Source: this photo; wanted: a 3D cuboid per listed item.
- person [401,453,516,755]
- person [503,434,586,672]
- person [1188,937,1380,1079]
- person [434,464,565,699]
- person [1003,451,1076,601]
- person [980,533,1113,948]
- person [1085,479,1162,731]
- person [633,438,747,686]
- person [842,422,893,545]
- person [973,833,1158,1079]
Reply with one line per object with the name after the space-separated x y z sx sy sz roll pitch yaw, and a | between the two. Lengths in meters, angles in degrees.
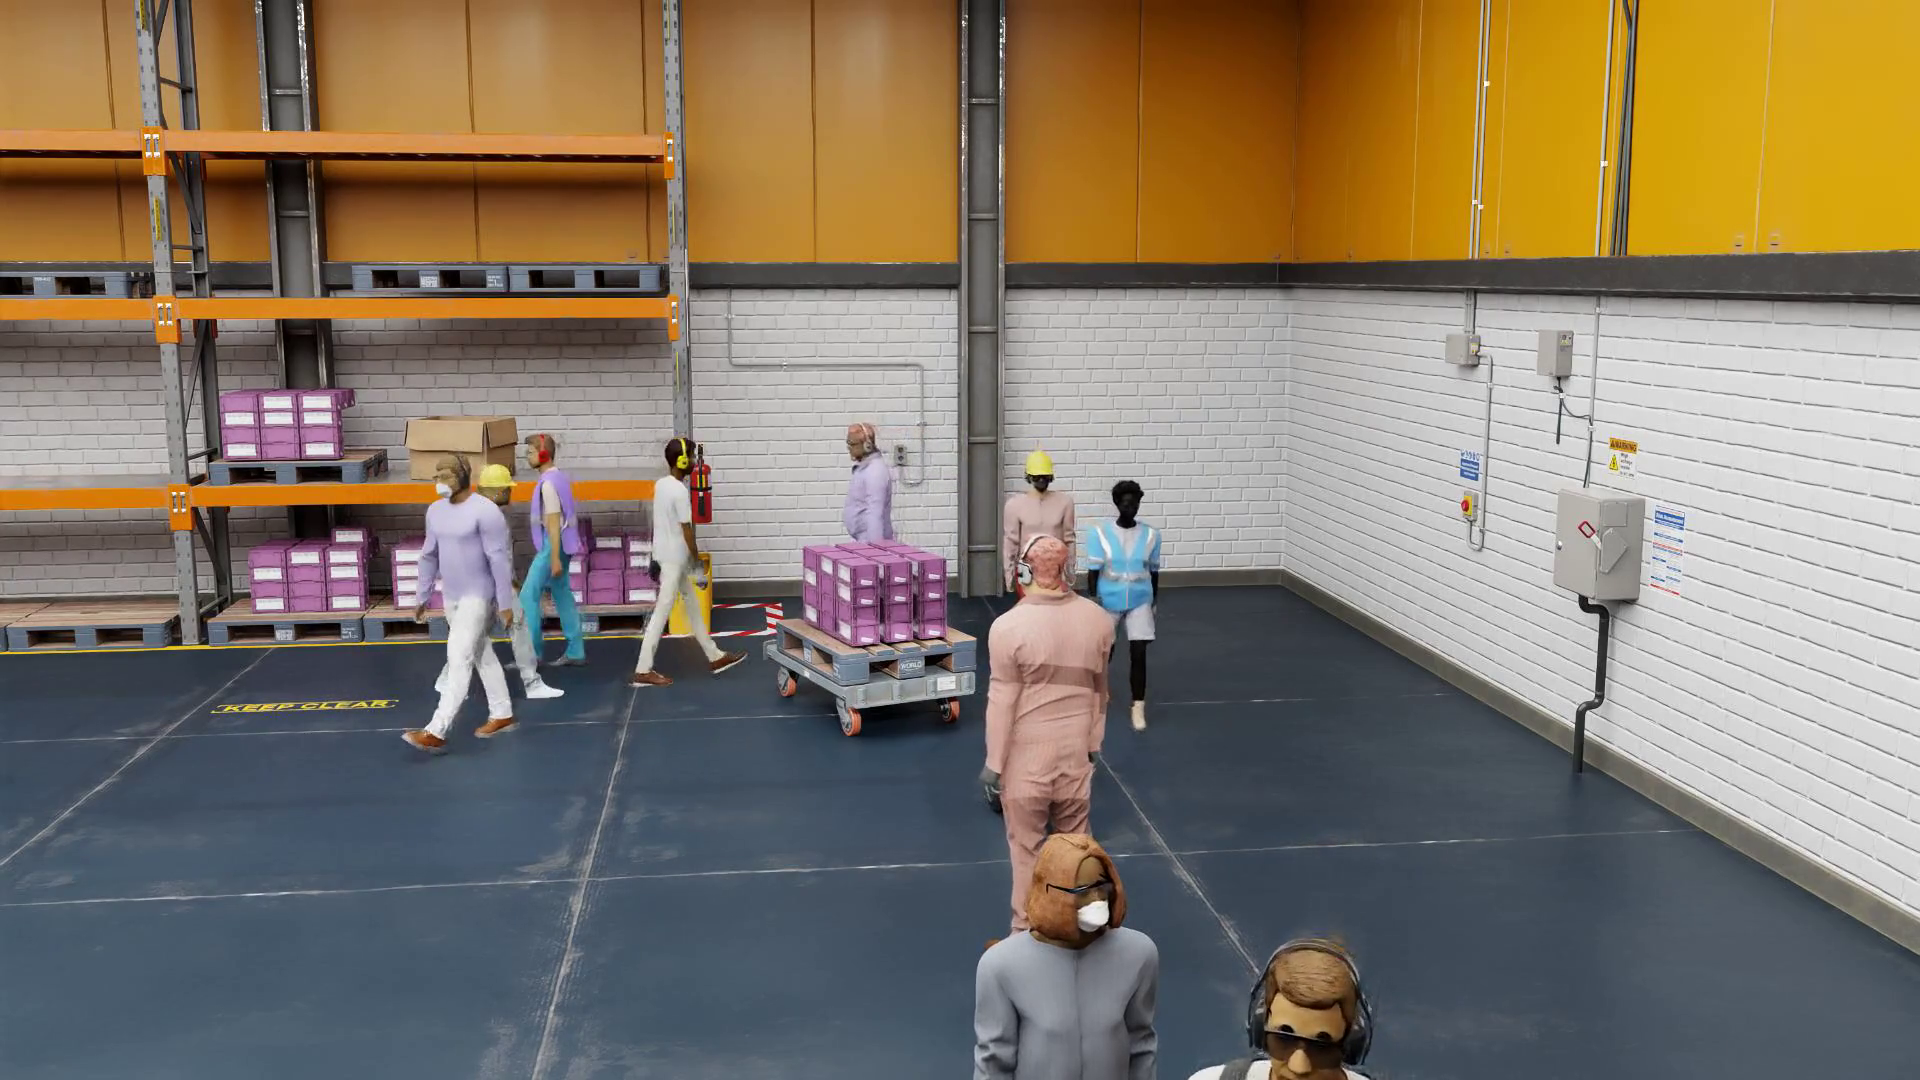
-3.240 0.400 10.576 0.661 1.889 0.994 7 11 36 | person
-3.218 0.104 12.658 0.749 1.816 0.593 -1 9 -6 | person
0.648 1.626 3.149 0.522 1.832 0.393 3 10 18 | person
-3.320 0.304 11.771 0.864 1.703 0.489 -4 10 -21 | person
0.594 0.233 12.054 0.557 1.743 0.642 -1 9 -6 | person
0.359 0.914 7.339 0.649 1.905 0.403 -6 11 -34 | person
1.090 0.400 11.290 0.532 1.671 0.752 -1 9 -3 | person
-2.013 0.160 12.306 0.972 1.816 0.552 -4 10 -26 | person
-0.643 0.004 13.090 0.566 1.882 0.671 -1 9 -4 | person
0.278 1.539 4.272 0.506 1.636 0.278 -3 10 -17 | person
